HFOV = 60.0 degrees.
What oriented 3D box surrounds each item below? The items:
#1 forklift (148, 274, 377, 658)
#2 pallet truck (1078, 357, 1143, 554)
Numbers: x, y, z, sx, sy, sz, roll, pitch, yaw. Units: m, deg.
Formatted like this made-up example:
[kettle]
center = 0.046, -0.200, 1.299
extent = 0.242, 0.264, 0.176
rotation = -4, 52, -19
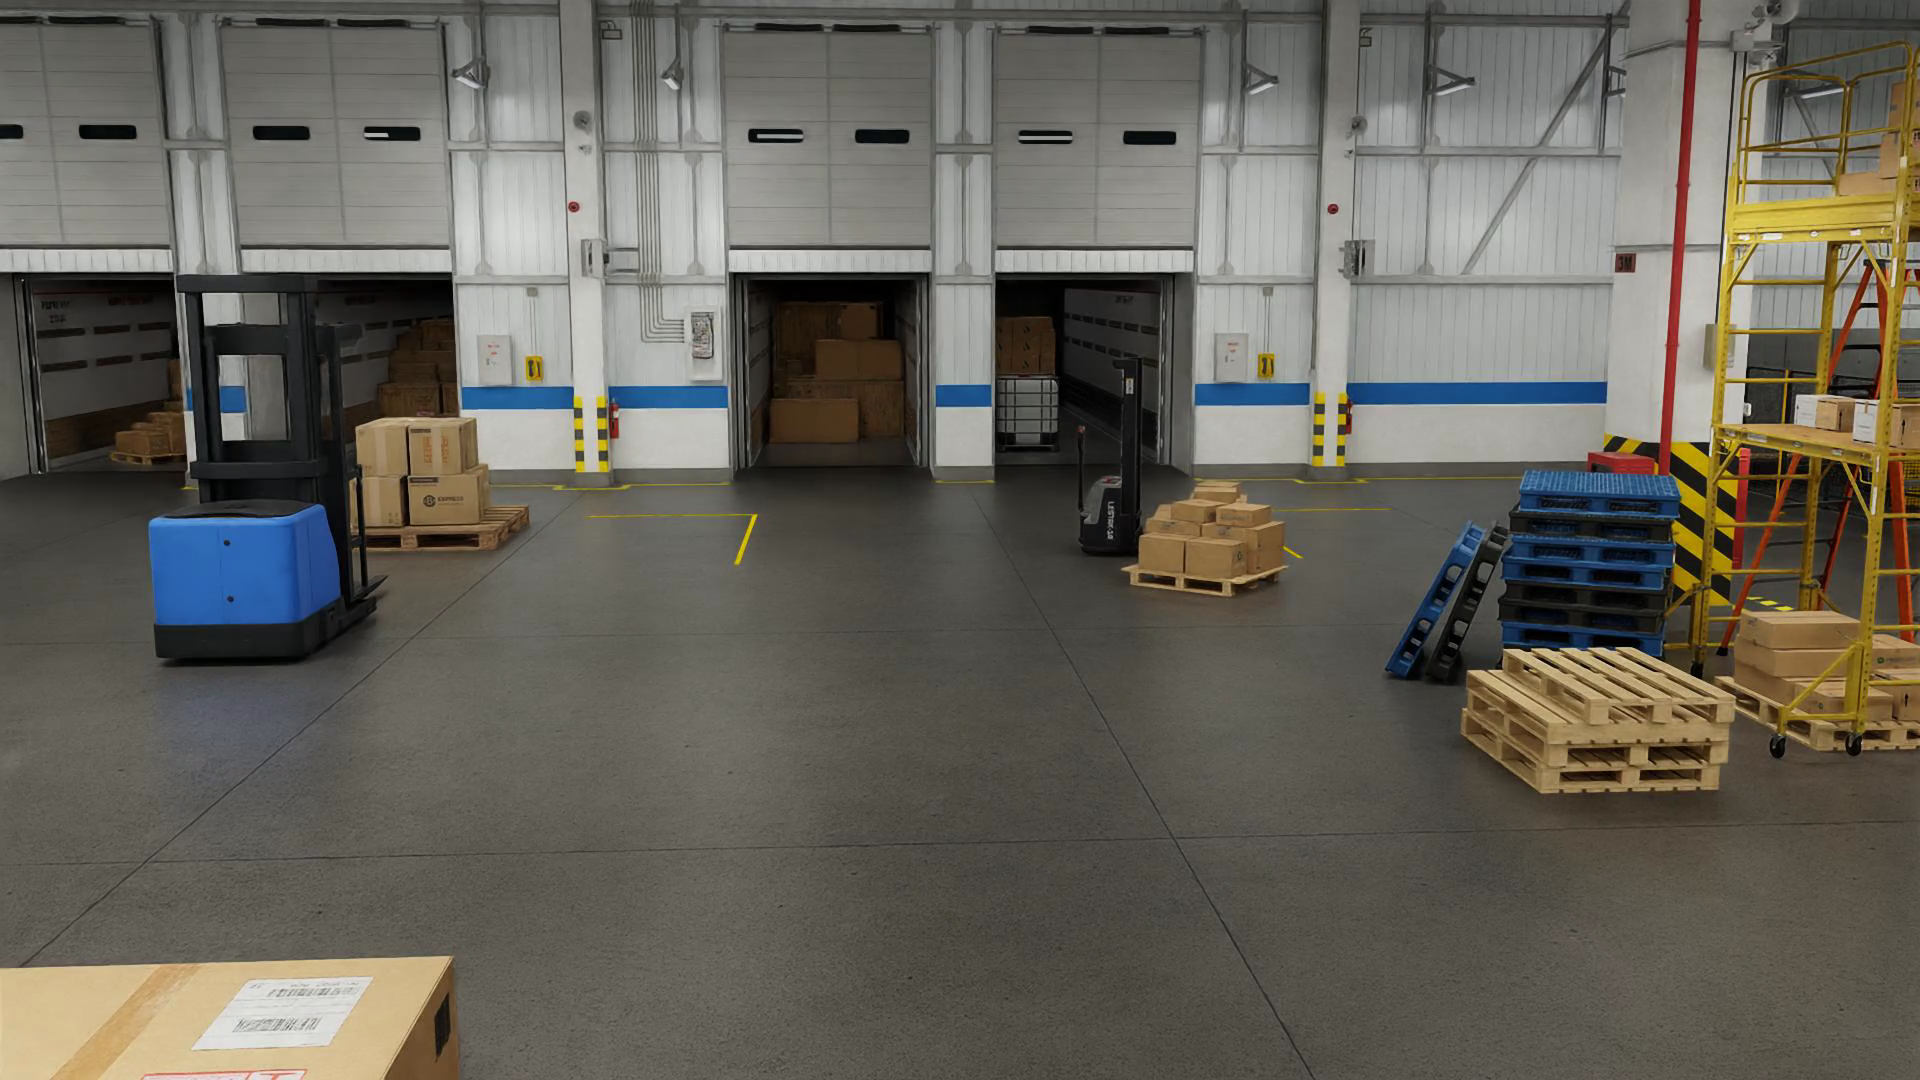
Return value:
[forklift]
center = -5.347, -0.626, 12.681
extent = 1.129, 2.768, 1.873
rotation = -1, 9, -4
[pallet truck]
center = 2.088, -0.836, 16.757
extent = 1.885, 1.965, 0.823
rotation = 2, 9, 13
